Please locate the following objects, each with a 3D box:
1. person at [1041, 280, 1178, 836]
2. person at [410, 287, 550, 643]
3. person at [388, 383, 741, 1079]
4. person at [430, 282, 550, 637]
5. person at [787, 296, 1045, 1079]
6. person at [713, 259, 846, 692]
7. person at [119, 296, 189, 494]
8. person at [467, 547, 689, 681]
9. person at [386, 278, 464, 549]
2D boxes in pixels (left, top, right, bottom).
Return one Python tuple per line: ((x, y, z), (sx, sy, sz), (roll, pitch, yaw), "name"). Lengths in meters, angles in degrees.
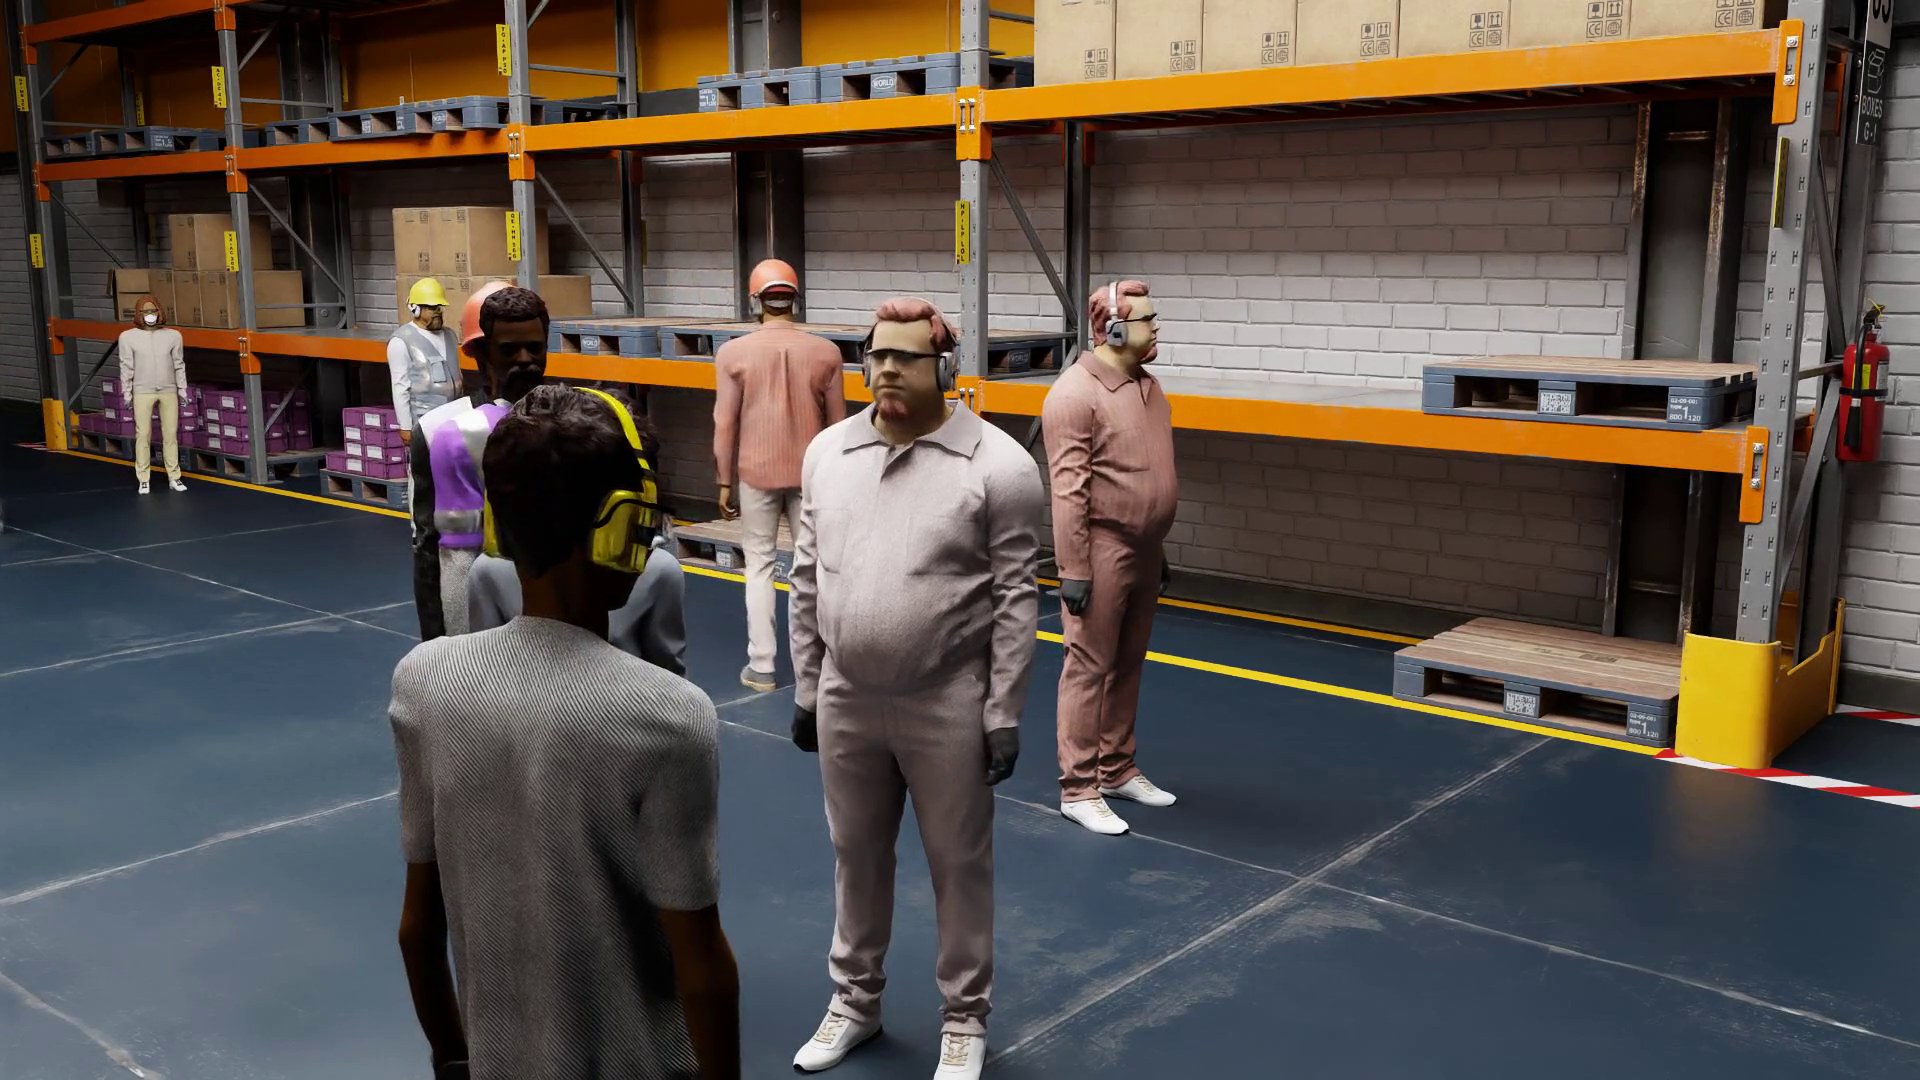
((0.558, 0.054, 5.844), (0.409, 1.912, 0.649), (7, 12, 34), "person")
((-1.238, 0.248, 4.719), (0.597, 1.916, 0.372), (-6, 12, -32), "person")
((-0.464, 0.735, 2.115), (0.514, 1.861, 0.329), (5, 11, 25), "person")
((-1.243, 0.240, 4.737), (0.542, 1.927, 0.374), (-9, 13, -41), "person")
((-0.134, 0.378, 4.004), (0.642, 1.912, 0.410), (4, 11, 21), "person")
((-0.827, -0.301, 7.697), (0.635, 1.974, 0.460), (-3, 10, -16), "person")
((-6.659, -1.199, 13.765), (0.507, 1.632, 0.265), (-8, 13, -38), "person")
((-0.866, 0.549, 3.812), (0.498, 1.634, 0.280), (-2, 10, -9), "person")
((-3.548, -0.840, 11.193), (0.403, 1.825, 0.587), (5, 11, 25), "person")
